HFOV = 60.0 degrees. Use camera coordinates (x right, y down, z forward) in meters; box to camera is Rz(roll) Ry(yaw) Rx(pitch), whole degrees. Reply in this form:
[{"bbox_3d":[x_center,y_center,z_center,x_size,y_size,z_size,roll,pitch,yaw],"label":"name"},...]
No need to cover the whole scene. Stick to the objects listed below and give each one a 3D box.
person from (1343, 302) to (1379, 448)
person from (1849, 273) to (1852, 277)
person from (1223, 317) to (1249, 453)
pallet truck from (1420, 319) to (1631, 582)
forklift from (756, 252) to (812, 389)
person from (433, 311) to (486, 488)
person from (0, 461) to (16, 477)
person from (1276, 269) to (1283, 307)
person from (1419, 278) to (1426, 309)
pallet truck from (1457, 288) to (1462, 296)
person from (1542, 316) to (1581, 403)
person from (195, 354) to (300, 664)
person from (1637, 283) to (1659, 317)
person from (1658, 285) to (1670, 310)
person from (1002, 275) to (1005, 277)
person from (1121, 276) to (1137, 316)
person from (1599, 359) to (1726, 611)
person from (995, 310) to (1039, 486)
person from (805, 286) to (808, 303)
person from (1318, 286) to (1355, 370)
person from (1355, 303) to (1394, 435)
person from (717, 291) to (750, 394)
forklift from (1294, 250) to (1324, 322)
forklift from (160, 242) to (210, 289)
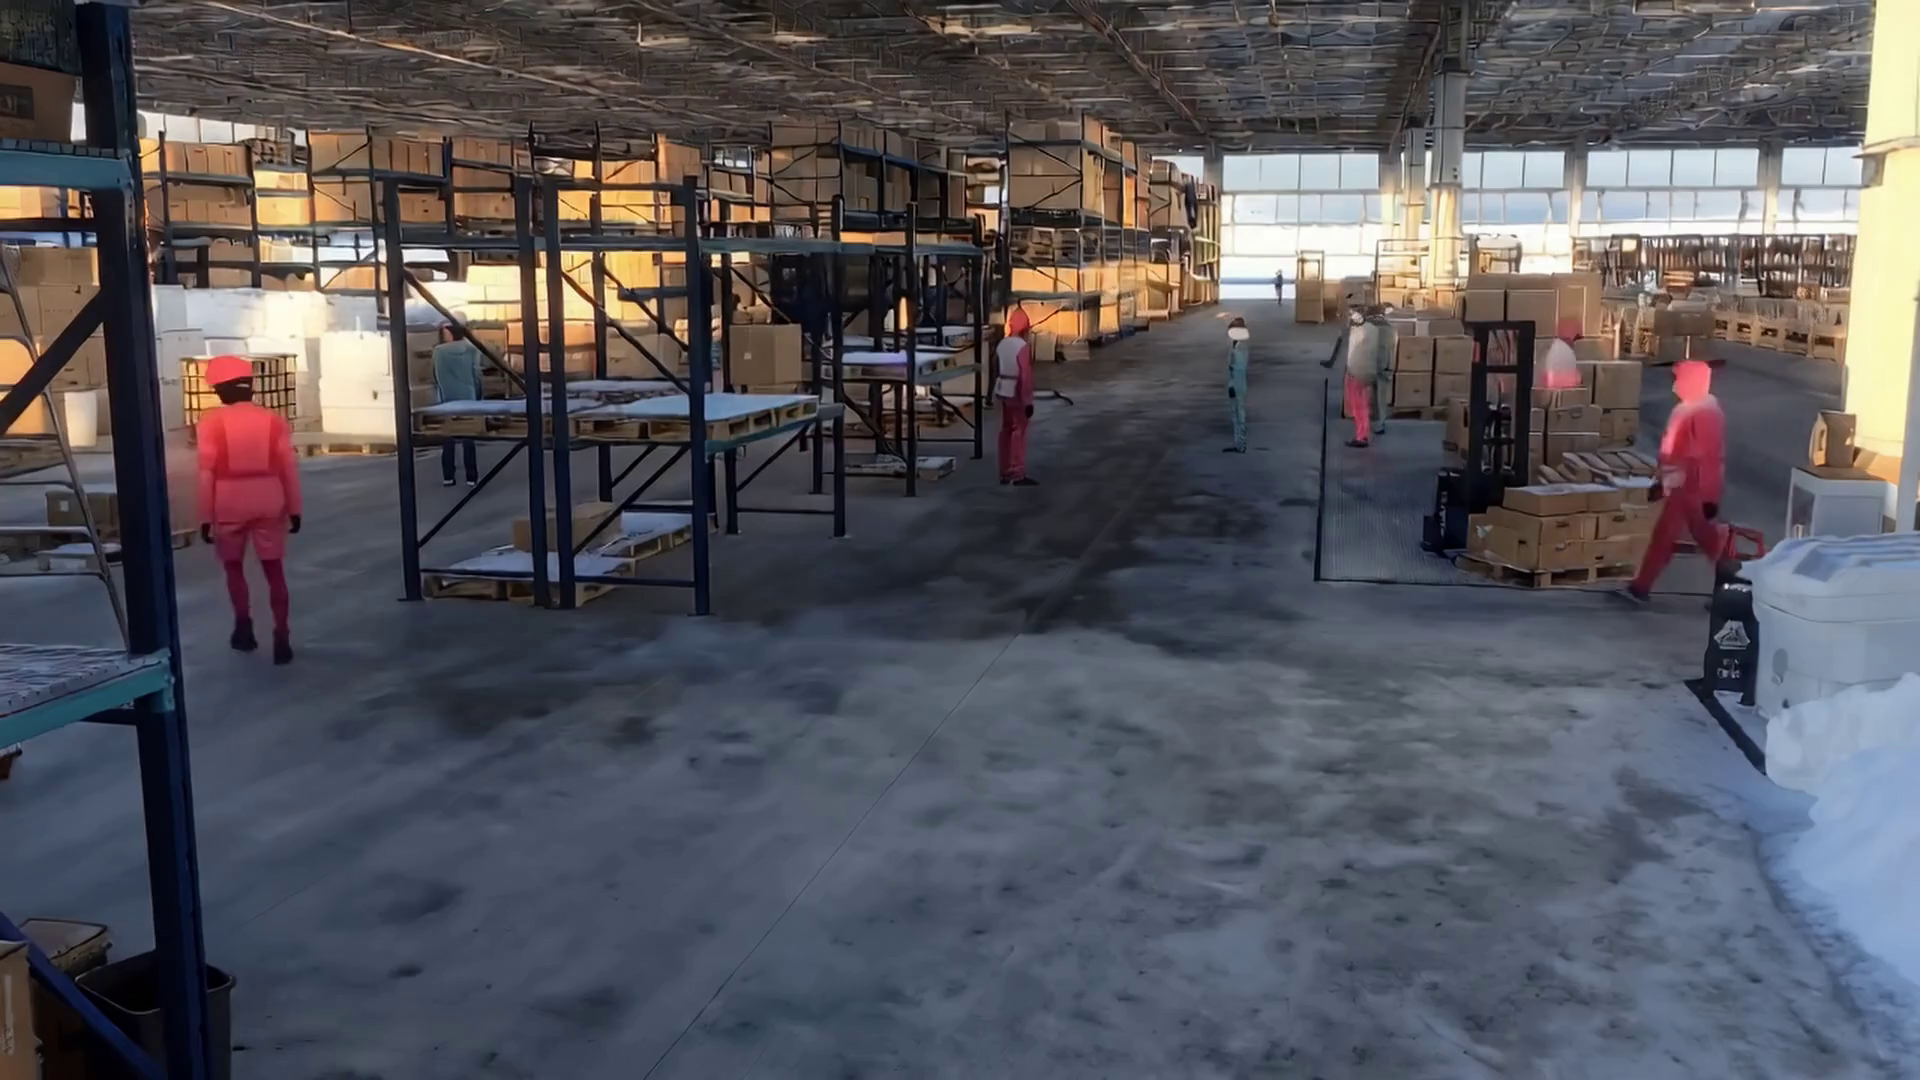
[{"bbox_3d":[5.268,-2.159,21.820,0.477,1.926,0.641,-2,10,-14],"label":"person"},{"bbox_3d":[42.581,-11.876,79.636,0.448,1.827,0.589,4,10,22],"label":"person"},{"bbox_3d":[3.541,-1.981,21.299,0.294,1.744,0.487,3,10,17],"label":"person"},{"bbox_3d":[4.543,-0.757,13.299,0.823,1.965,1.885,-4,10,-22],"label":"pallet truck"},{"bbox_3d":[-3.160,-4.341,31.910,1.129,2.768,1.873,2,10,12],"label":"forklift"},{"bbox_3d":[-5.434,-1.527,18.114,0.585,1.918,0.409,3,10,15],"label":"person"},{"bbox_3d":[-11.080,-1.541,18.495,0.957,1.800,0.506,3,10,15],"label":"person"},{"bbox_3d":[16.725,-13.214,87.124,0.416,1.987,0.607,0,10,3],"label":"person"},{"bbox_3d":[15.598,-7.822,55.577,0.720,1.849,0.919,-6,11,-32],"label":"person"},{"bbox_3d":[20.506,-9.785,68.819,0.653,1.274,1.630,2,10,12],"label":"pallet truck"},{"bbox_3d":[6.403,-1.486,17.983,1.026,1.879,0.680,3,10,15],"label":"person"},{"bbox_3d":[-4.426,-0.206,10.324,0.601,1.889,0.840,-7,12,-34],"label":"person"},{"bbox_3d":[20.410,-6.729,49.319,0.605,1.779,0.987,2,10,11],"label":"person"},{"bbox_3d":[22.040,-7.180,52.324,0.537,1.668,0.817,3,10,15],"label":"person"},{"bbox_3d":[2.343,-13.534,89.703,0.522,1.746,0.514,8,13,41],"label":"person"},{"bbox_3d":[6.057,-8.570,59.956,1.057,1.887,0.617,2,10,13],"label":"person"},{"bbox_3d":[5.084,-0.370,11.648,1.008,1.792,0.623,2,10,13],"label":"person"},{"bbox_3d":[0.599,-1.547,18.208,0.397,1.919,0.590,-5,11,-28],"label":"person"},{"bbox_3d":[-5.018,-7.971,56.307,0.614,1.896,0.455,1,10,7],"label":"person"},{"bbox_3d":[8.519,-4.701,36.982,0.985,1.883,0.549,1,10,9],"label":"person"},{"bbox_3d":[5.871,-2.410,23.483,0.528,1.865,0.313,8,13,40],"label":"person"},{"bbox_3d":[-3.622,-2.988,26.603,0.612,1.965,0.362,-9,13,-44],"label":"person"},{"bbox_3d":[13.778,-10.002,65.433,1.129,2.768,1.873,2,10,12],"label":"forklift"},{"bbox_3d":[-16.063,-4.810,34.690,1.129,2.768,1.873,2,10,12],"label":"forklift"}]
